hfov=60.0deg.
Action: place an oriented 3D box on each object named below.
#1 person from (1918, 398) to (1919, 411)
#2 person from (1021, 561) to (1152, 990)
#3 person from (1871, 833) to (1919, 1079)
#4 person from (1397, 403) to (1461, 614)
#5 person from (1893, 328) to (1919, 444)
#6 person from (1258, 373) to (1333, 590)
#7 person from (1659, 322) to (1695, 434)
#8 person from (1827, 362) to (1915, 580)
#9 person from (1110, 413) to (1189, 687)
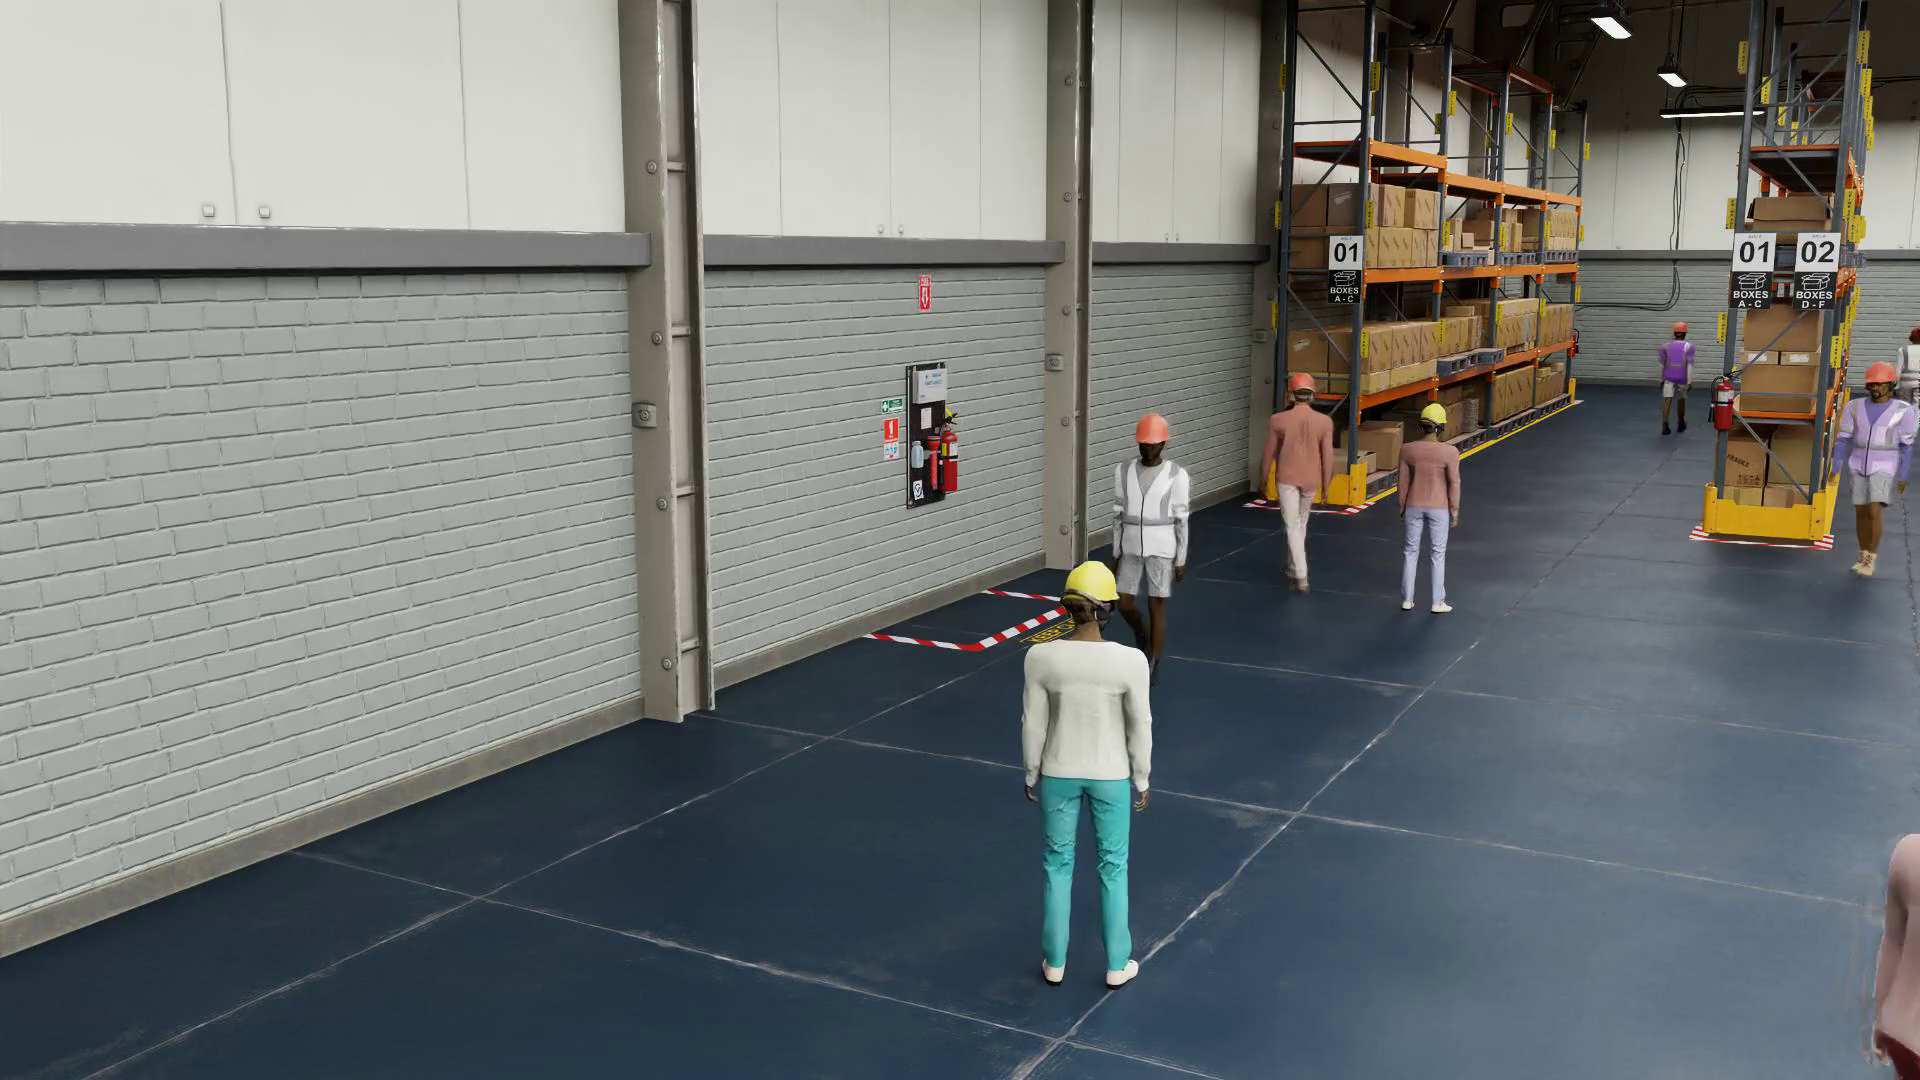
[{"bbox_3d":[14.128,-2.019,23.920,0.565,1.883,0.984,3,10,20],"label":"person"},{"bbox_3d":[0.519,0.962,6.823,0.533,1.763,0.325,2,10,11],"label":"person"},{"bbox_3d":[2.601,1.374,4.481,0.683,1.748,0.530,-1,10,-9],"label":"person"},{"bbox_3d":[3.937,-0.262,13.977,0.533,1.768,0.310,6,11,32],"label":"person"},{"bbox_3d":[15.392,-2.496,26.847,0.600,1.828,0.996,4,11,23],"label":"person"},{"bbox_3d":[3.063,-0.540,15.102,0.617,1.951,1.017,-1,10,-8],"label":"person"},{"bbox_3d":[12.107,-2.734,28.120,0.566,1.882,1.017,7,12,37],"label":"person"},{"bbox_3d":[8.462,-0.645,15.503,0.800,2.016,0.630,-8,13,-40],"label":"person"},{"bbox_3d":[1.319,0.068,11.580,0.561,1.922,0.455,5,11,25],"label":"person"}]
